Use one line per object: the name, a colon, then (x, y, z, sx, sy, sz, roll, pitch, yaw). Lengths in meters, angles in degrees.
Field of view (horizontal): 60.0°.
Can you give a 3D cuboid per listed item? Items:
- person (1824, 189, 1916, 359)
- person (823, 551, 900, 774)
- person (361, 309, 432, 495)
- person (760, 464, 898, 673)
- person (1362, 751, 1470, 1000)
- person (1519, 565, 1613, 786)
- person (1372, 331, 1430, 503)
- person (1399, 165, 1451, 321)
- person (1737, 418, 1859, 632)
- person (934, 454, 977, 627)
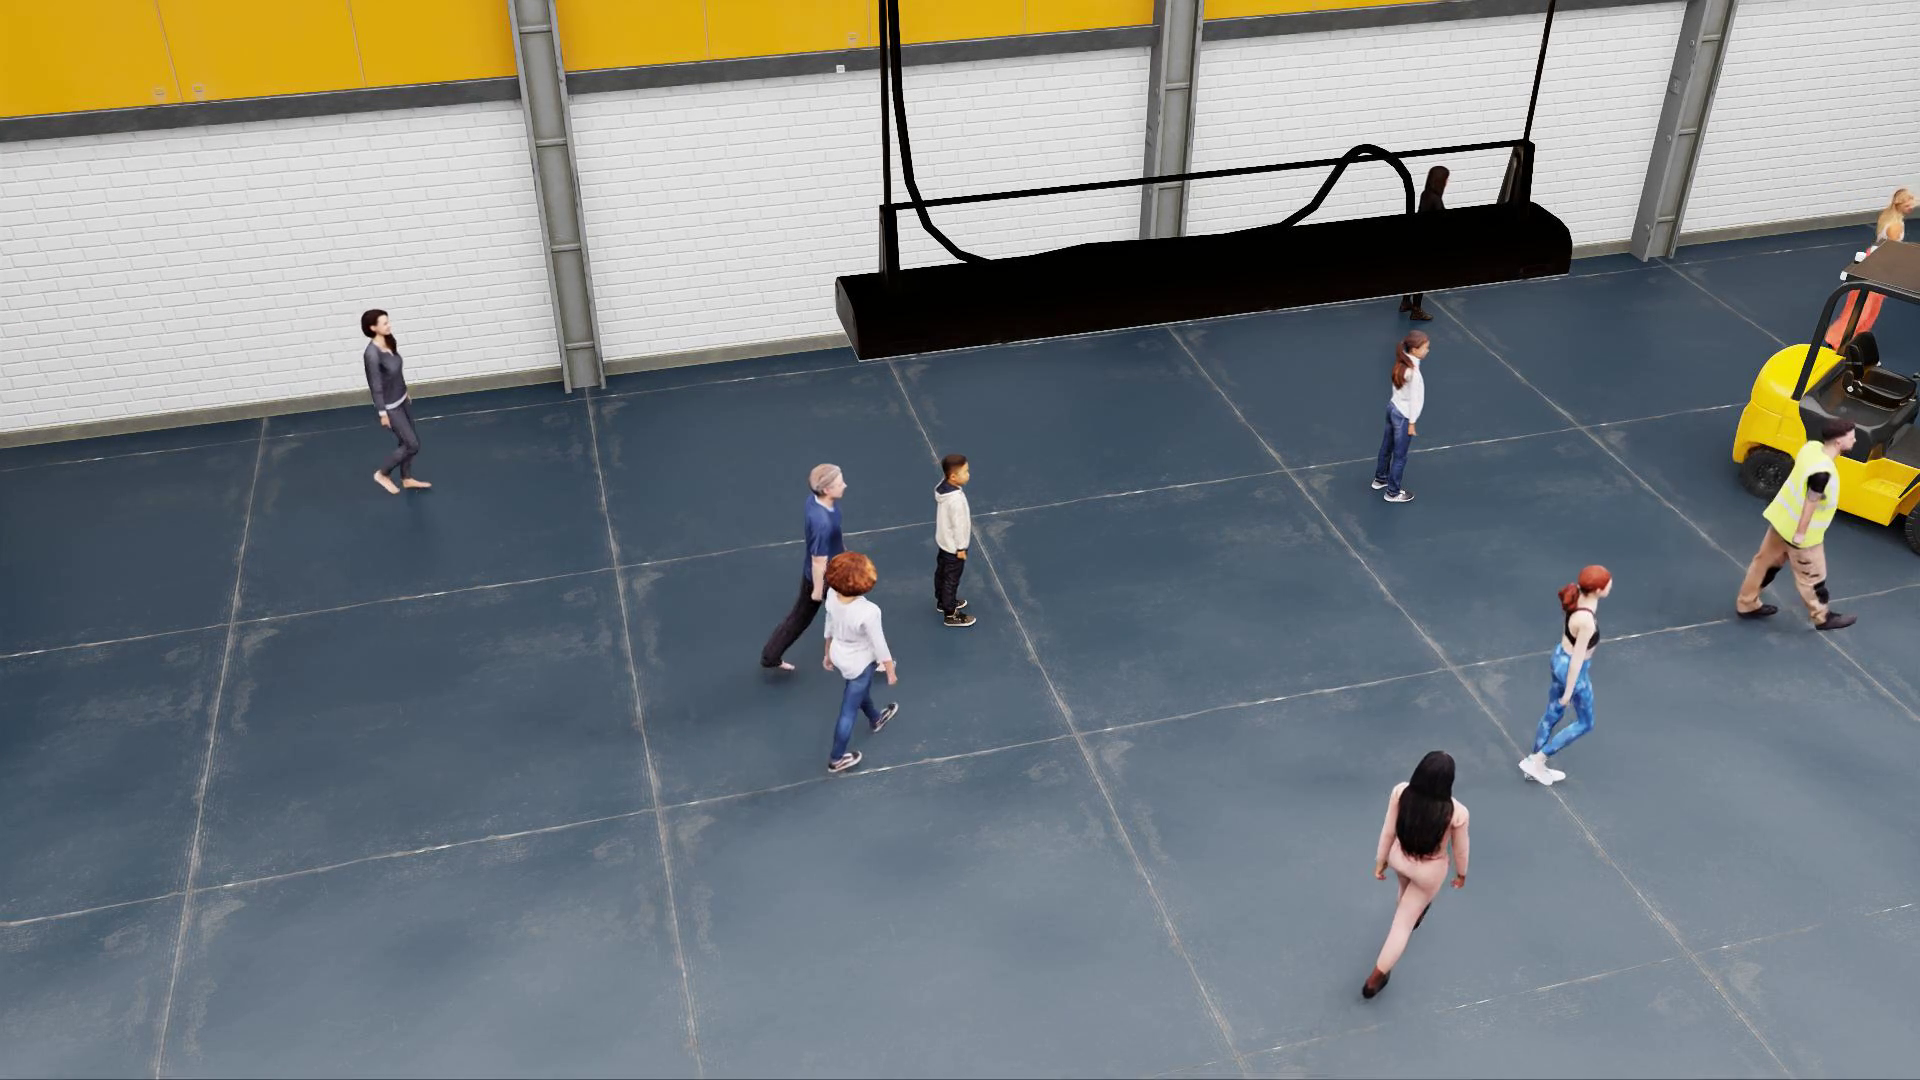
person: (9.082, -2.678, 16.501, 0.851, 1.782, 0.809, 1, 34, 2)
person: (-0.797, 0.857, 11.275, 1.113, 1.681, 0.944, -27, 42, -34)
person: (-4.947, -1.168, 14.251, 0.740, 1.758, 0.678, -3, 34, -4)
person: (-1.078, 0.279, 12.024, 1.272, 1.813, 0.771, -6, 34, -8)
person: (2.596, 1.974, 9.606, 1.086, 1.667, 1.224, 23, 40, 30)
person: (3.972, 0.921, 11.093, 0.706, 1.776, 0.624, -1, 34, -2)
person: (3.795, -1.081, 14.303, 0.509, 1.556, 0.530, -7, 34, -11)
person: (4.821, -3.097, 17.258, 0.500, 1.641, 0.567, -7, 34, -11)
person: (6.304, -0.123, 12.629, 1.194, 1.813, 1.005, 6, 34, 9)
person: (-0.070, -0.012, 12.790, 0.499, 1.450, 0.571, -7, 34, -11)
